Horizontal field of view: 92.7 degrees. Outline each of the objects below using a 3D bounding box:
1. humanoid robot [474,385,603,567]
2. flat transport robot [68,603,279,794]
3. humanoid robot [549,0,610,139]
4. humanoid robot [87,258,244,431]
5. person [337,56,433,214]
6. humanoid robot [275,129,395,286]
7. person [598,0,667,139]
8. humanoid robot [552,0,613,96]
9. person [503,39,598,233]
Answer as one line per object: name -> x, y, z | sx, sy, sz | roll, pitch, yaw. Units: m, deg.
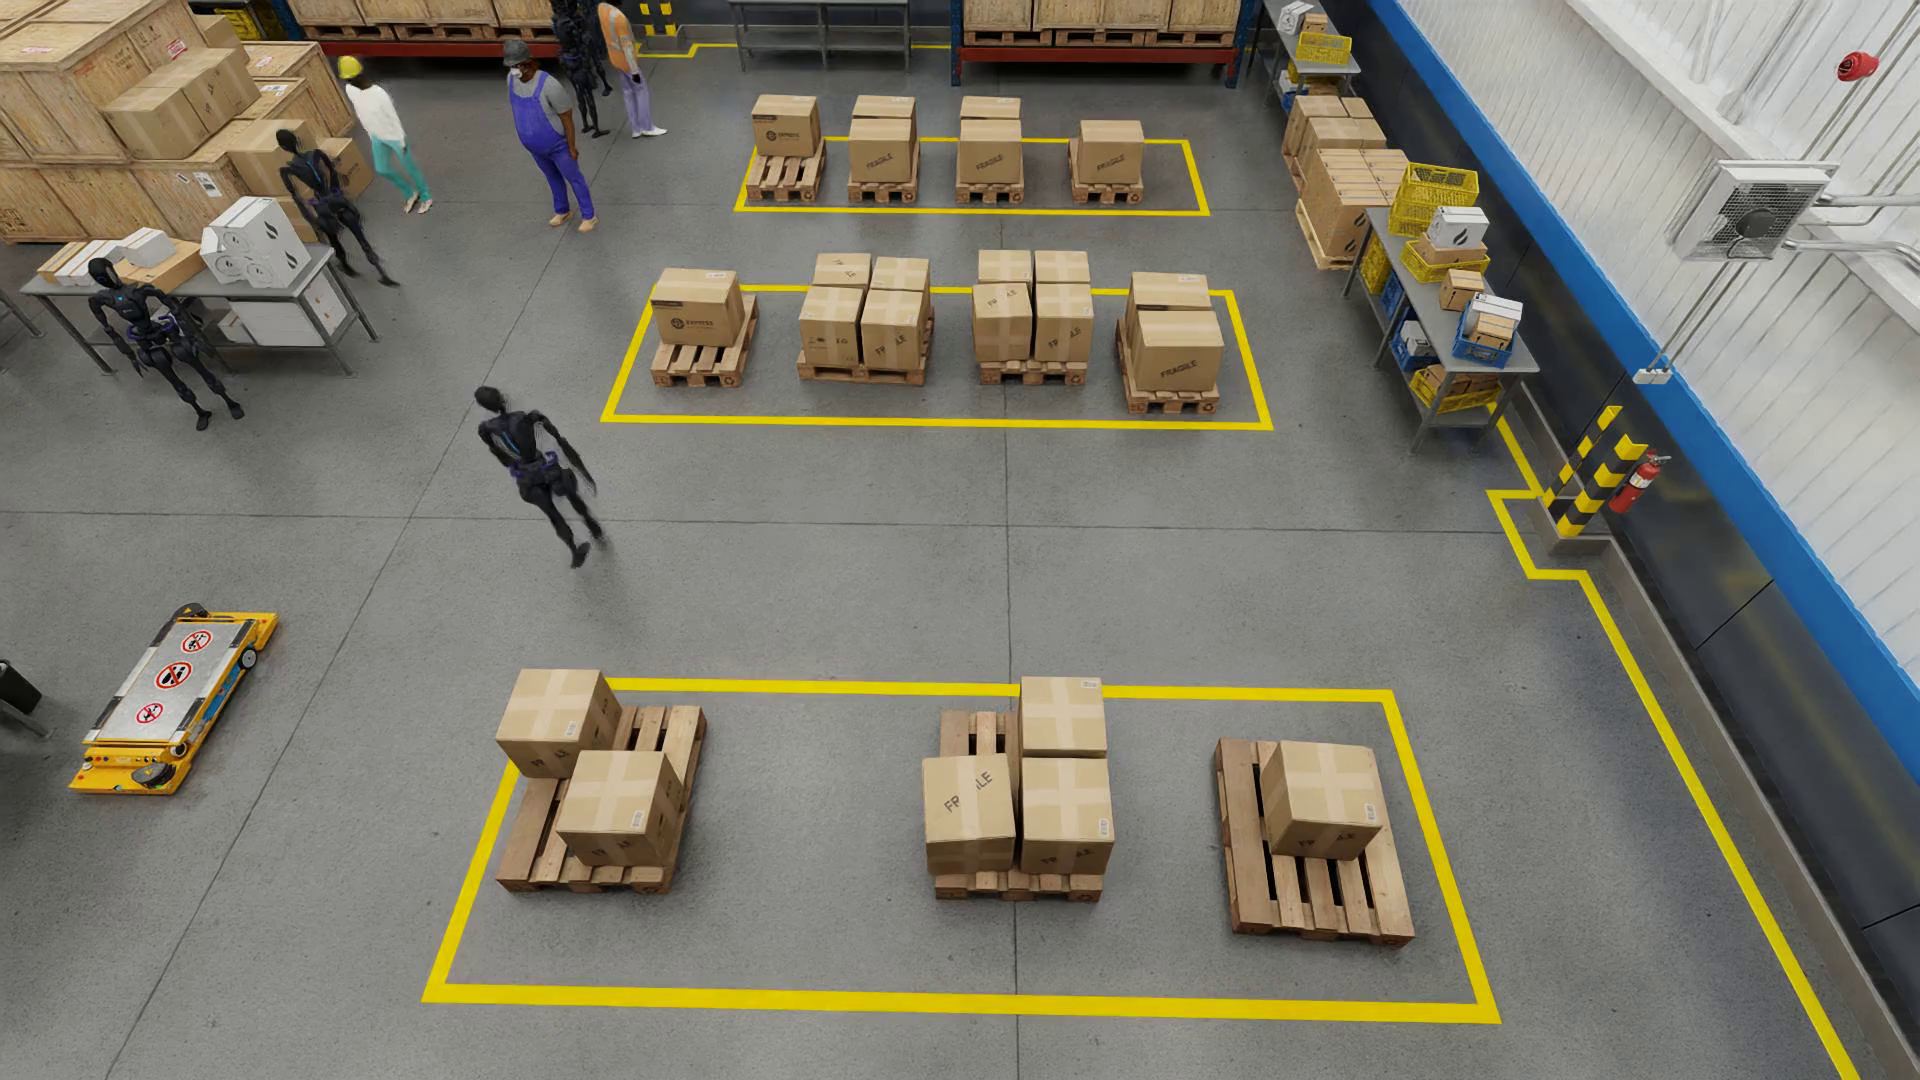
humanoid robot -> -3.119, -0.505, 6.891 | 0.639, 1.621, 0.584 | -14, 51, -11
flat transport robot -> -5.504, 1.072, 6.442 | 0.652, 0.197, 1.431 | 1, 50, 1
humanoid robot -> -4.785, -5.909, 11.445 | 0.587, 1.651, 0.325 | 37, 59, 27
humanoid robot -> -6.816, -1.663, 7.842 | 0.589, 1.657, 0.327 | -24, 54, -19
person -> -6.368, -4.444, 10.155 | 0.539, 1.746, 0.444 | 10, 50, 8
humanoid robot -> -6.400, -3.348, 9.308 | 0.769, 1.620, 0.550 | 29, 56, 22
person -> -4.088, -5.927, 11.304 | 0.419, 1.909, 0.609 | -34, 57, -25
humanoid robot -> -5.080, -6.775, 12.177 | 0.563, 1.649, 0.361 | 11, 51, 9
person -> -4.439, -4.293, 9.840 | 0.677, 2.000, 0.537 | 17, 52, 14
